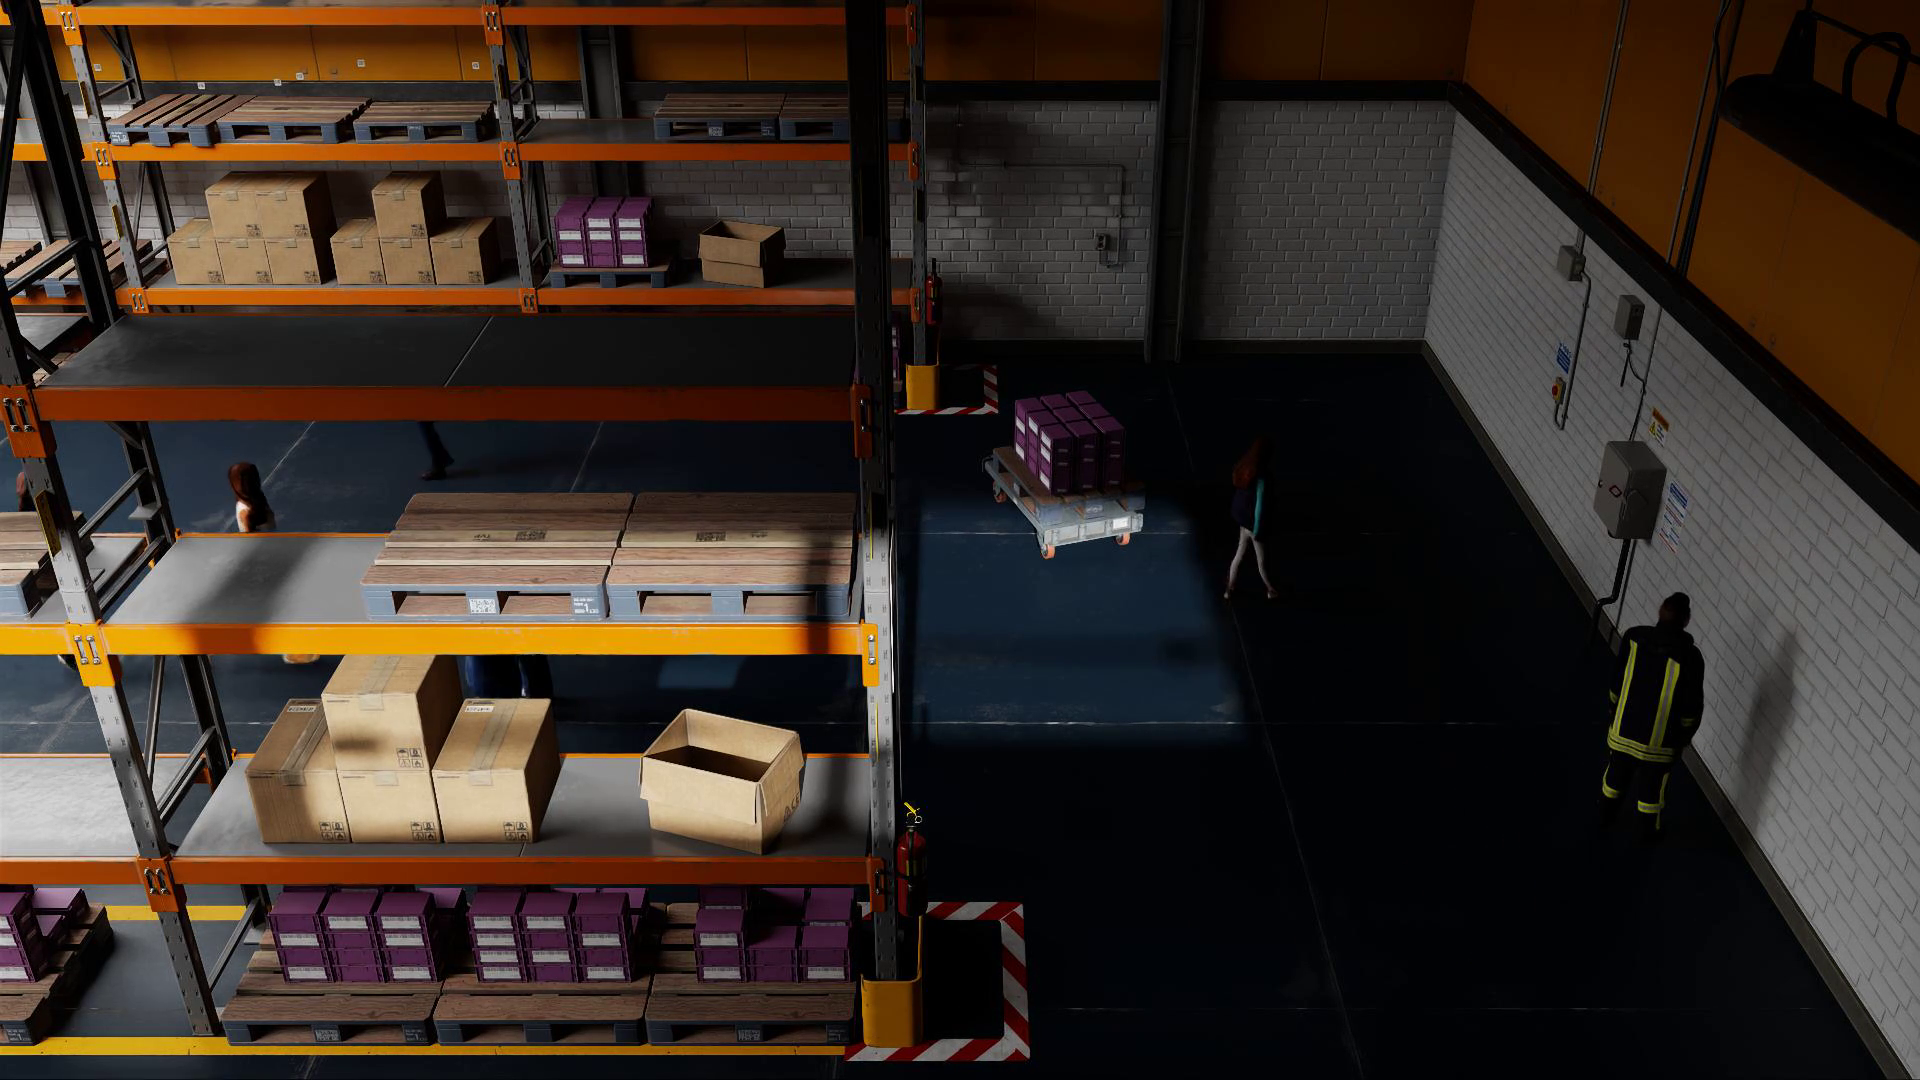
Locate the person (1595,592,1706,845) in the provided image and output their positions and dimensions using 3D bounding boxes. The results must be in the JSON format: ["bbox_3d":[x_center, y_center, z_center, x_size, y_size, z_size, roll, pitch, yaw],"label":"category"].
[{"bbox_3d":[4.556,1.142,10.969,0.937,1.866,0.882,-25,37,-37],"label":"person"}]

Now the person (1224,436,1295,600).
[{"bbox_3d":[2.369,-0.164,13.761,0.862,1.485,0.671,-4,29,-8],"label":"person"}]

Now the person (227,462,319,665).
[{"bbox_3d":[-5.415,0.206,12.783,0.850,1.773,0.678,-4,29,-8],"label":"person"}]

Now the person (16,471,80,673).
[{"bbox_3d":[-7.003,0.255,12.734,0.703,1.733,0.678,8,30,14],"label":"person"}]

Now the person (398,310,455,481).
[{"bbox_3d":[-4.992,-1.358,15.694,0.573,1.730,0.600,-1,29,-2],"label":"person"}]
